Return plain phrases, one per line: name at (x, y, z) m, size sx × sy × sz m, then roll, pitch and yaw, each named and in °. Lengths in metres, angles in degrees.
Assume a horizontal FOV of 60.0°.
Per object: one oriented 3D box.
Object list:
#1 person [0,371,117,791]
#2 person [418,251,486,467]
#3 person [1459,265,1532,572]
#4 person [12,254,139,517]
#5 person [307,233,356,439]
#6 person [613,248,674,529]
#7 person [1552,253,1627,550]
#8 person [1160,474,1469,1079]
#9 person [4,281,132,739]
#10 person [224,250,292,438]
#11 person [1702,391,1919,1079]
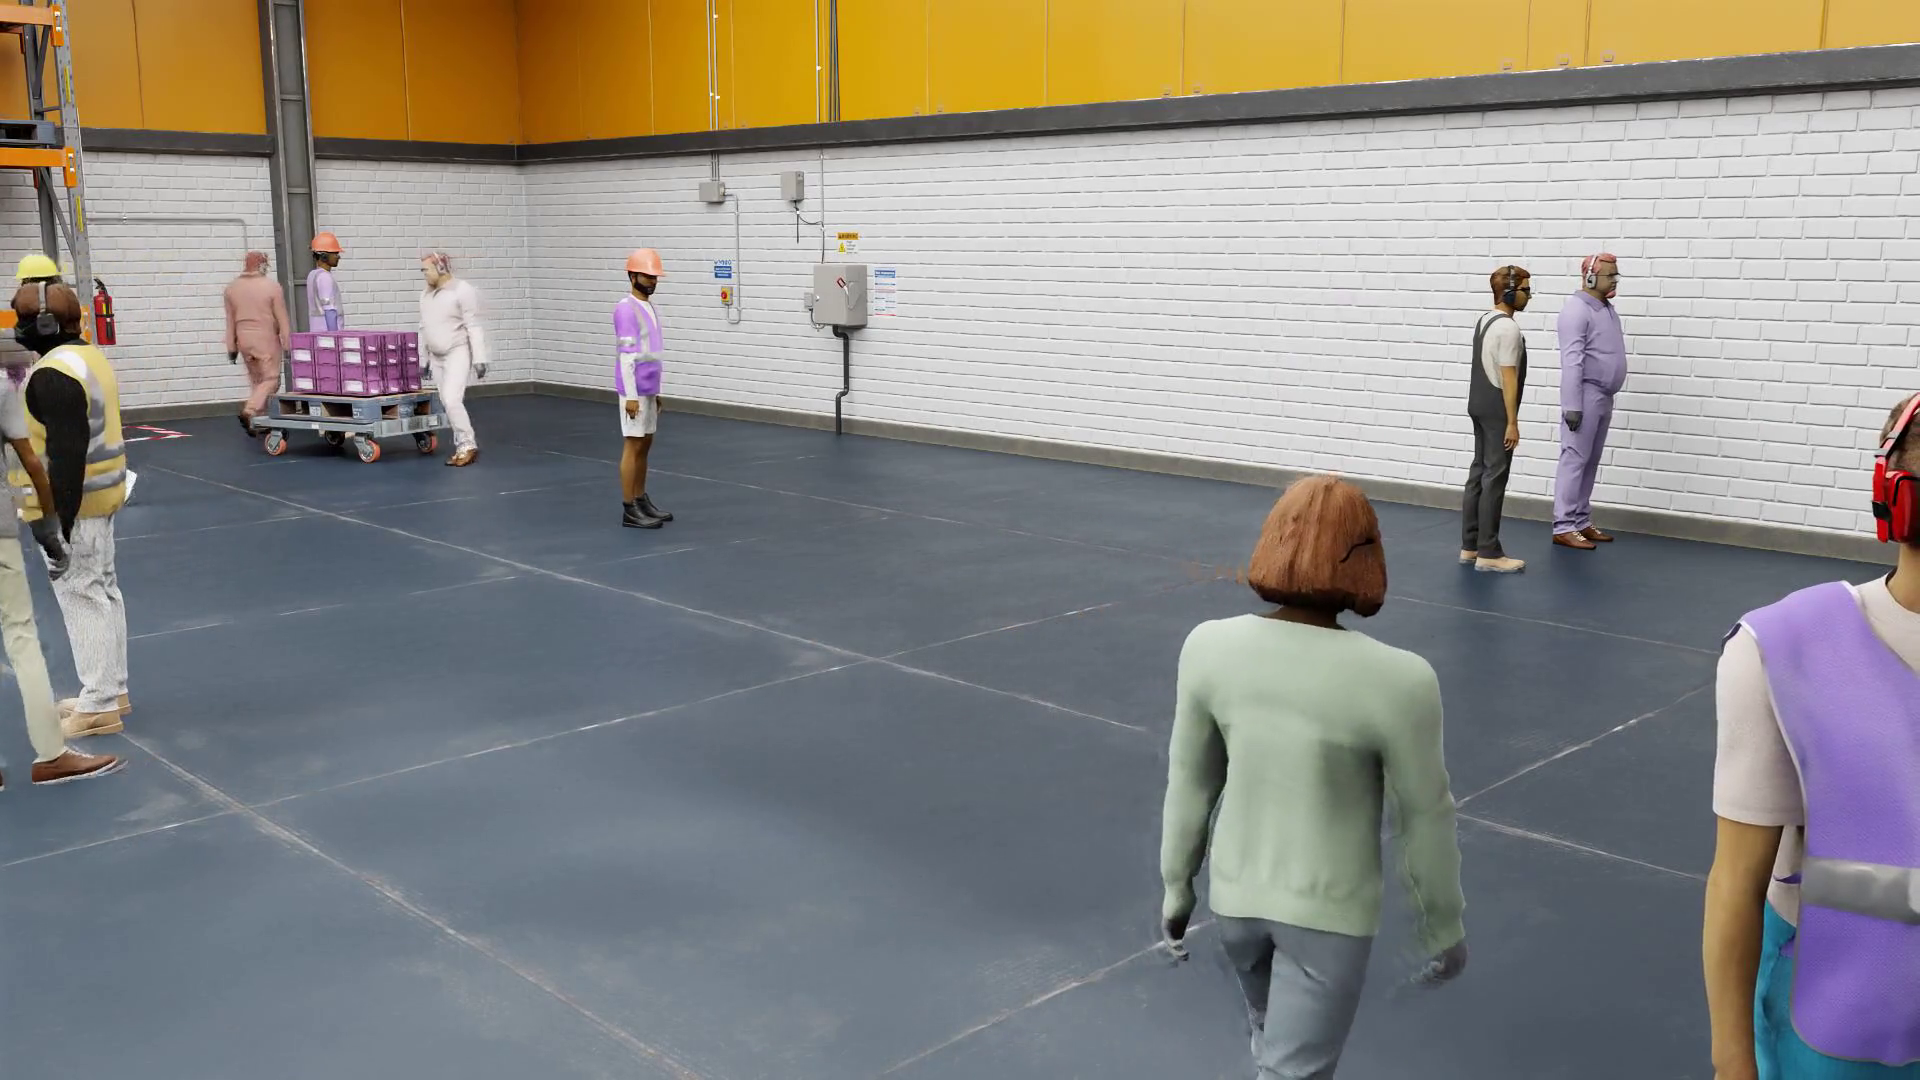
person at (-3.536, 0.017, 6.073) m, size 0.701 × 1.823 × 0.363 m, roll -8°, pitch 13°, yaw -38°
person at (-4.499, -1.575, 14.559) m, size 0.681 × 1.877 × 0.504 m, roll 6°, pitch 12°, yaw 30°
person at (3.253, -0.733, 10.075) m, size 0.328 × 1.844 × 0.511 m, roll -1°, pitch 10°, yaw -3°
person at (-6.520, -1.126, 12.095) m, size 0.586 × 1.897 × 0.845 m, roll 8°, pitch 13°, yaw 37°
person at (-6.260, -2.021, 16.557) m, size 0.376 × 2.042 × 0.615 m, roll -7°, pitch 12°, yaw -32°
person at (-2.199, -1.054, 11.581) m, size 0.376 × 1.934 × 0.547 m, roll 1°, pitch 10°, yaw 8°
person at (4.115, -0.903, 10.835) m, size 0.408 × 1.906 × 0.654 m, roll 8°, pitch 13°, yaw 38°
person at (0.674, 0.673, 3.095) m, size 0.521 × 1.591 × 0.842 m, roll 9°, pitch 14°, yaw 41°
person at (-3.618, -0.122, 6.756) m, size 0.429 × 1.840 × 0.636 m, roll -3°, pitch 11°, yaw -16°
person at (-7.057, -1.960, 16.682) m, size 0.656 × 1.880 × 0.802 m, roll 3°, pitch 11°, yaw 13°
person at (1.277, 0.694, 2.283) m, size 0.566 × 1.850 × 0.389 m, roll -1°, pitch 10°, yaw -8°
